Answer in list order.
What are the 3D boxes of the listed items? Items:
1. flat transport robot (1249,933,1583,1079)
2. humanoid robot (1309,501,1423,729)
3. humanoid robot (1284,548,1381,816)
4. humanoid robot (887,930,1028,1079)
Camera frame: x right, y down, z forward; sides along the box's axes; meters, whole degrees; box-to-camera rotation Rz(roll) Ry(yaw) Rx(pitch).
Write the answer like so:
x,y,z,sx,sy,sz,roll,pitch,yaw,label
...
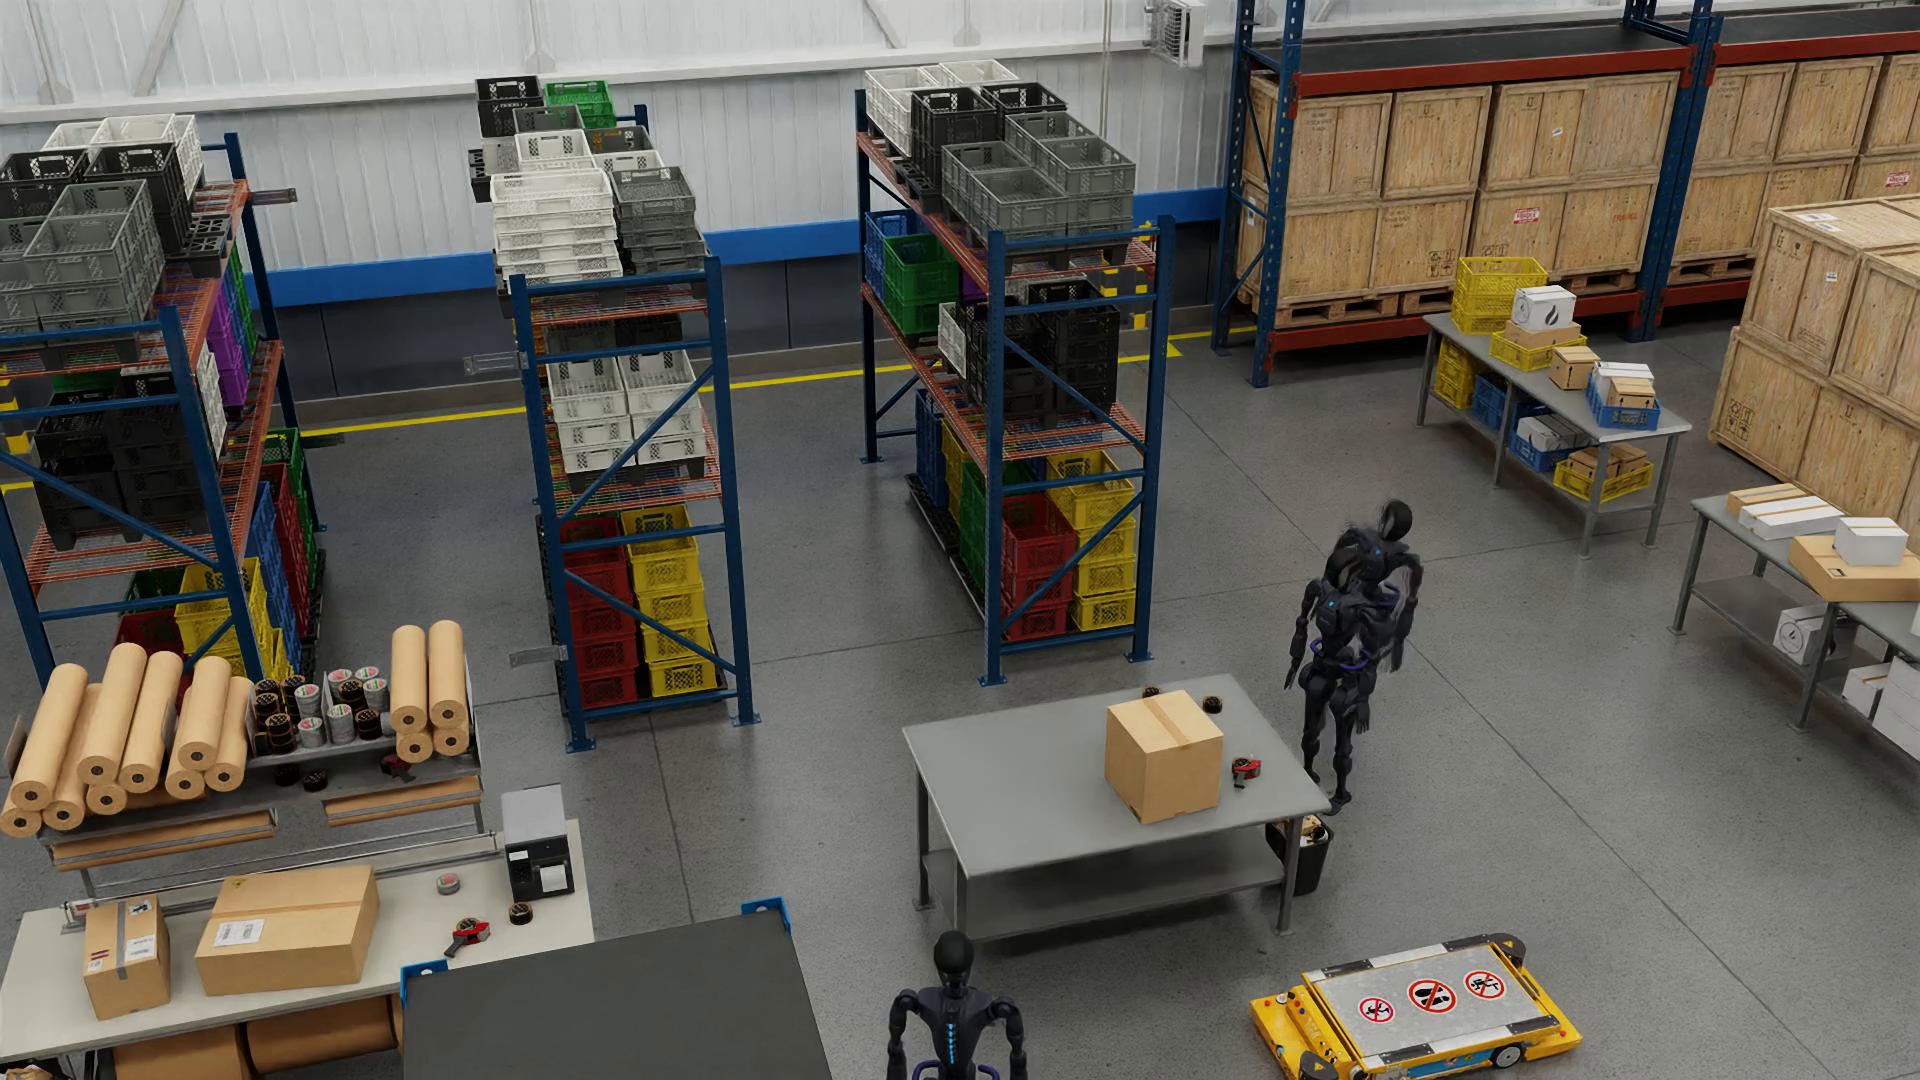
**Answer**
x,y,z,sx,sy,sz,roll,pitch,yaw,label
2.184,2.282,7.980,1.431,0.197,0.652,-8,30,-14,flat transport robot
2.381,0.462,9.891,0.649,1.627,0.488,14,32,23,humanoid robot
2.077,0.776,9.274,0.315,1.656,0.609,-21,35,-33,humanoid robot
-0.007,2.235,6.629,0.581,1.652,0.337,4,29,7,humanoid robot
